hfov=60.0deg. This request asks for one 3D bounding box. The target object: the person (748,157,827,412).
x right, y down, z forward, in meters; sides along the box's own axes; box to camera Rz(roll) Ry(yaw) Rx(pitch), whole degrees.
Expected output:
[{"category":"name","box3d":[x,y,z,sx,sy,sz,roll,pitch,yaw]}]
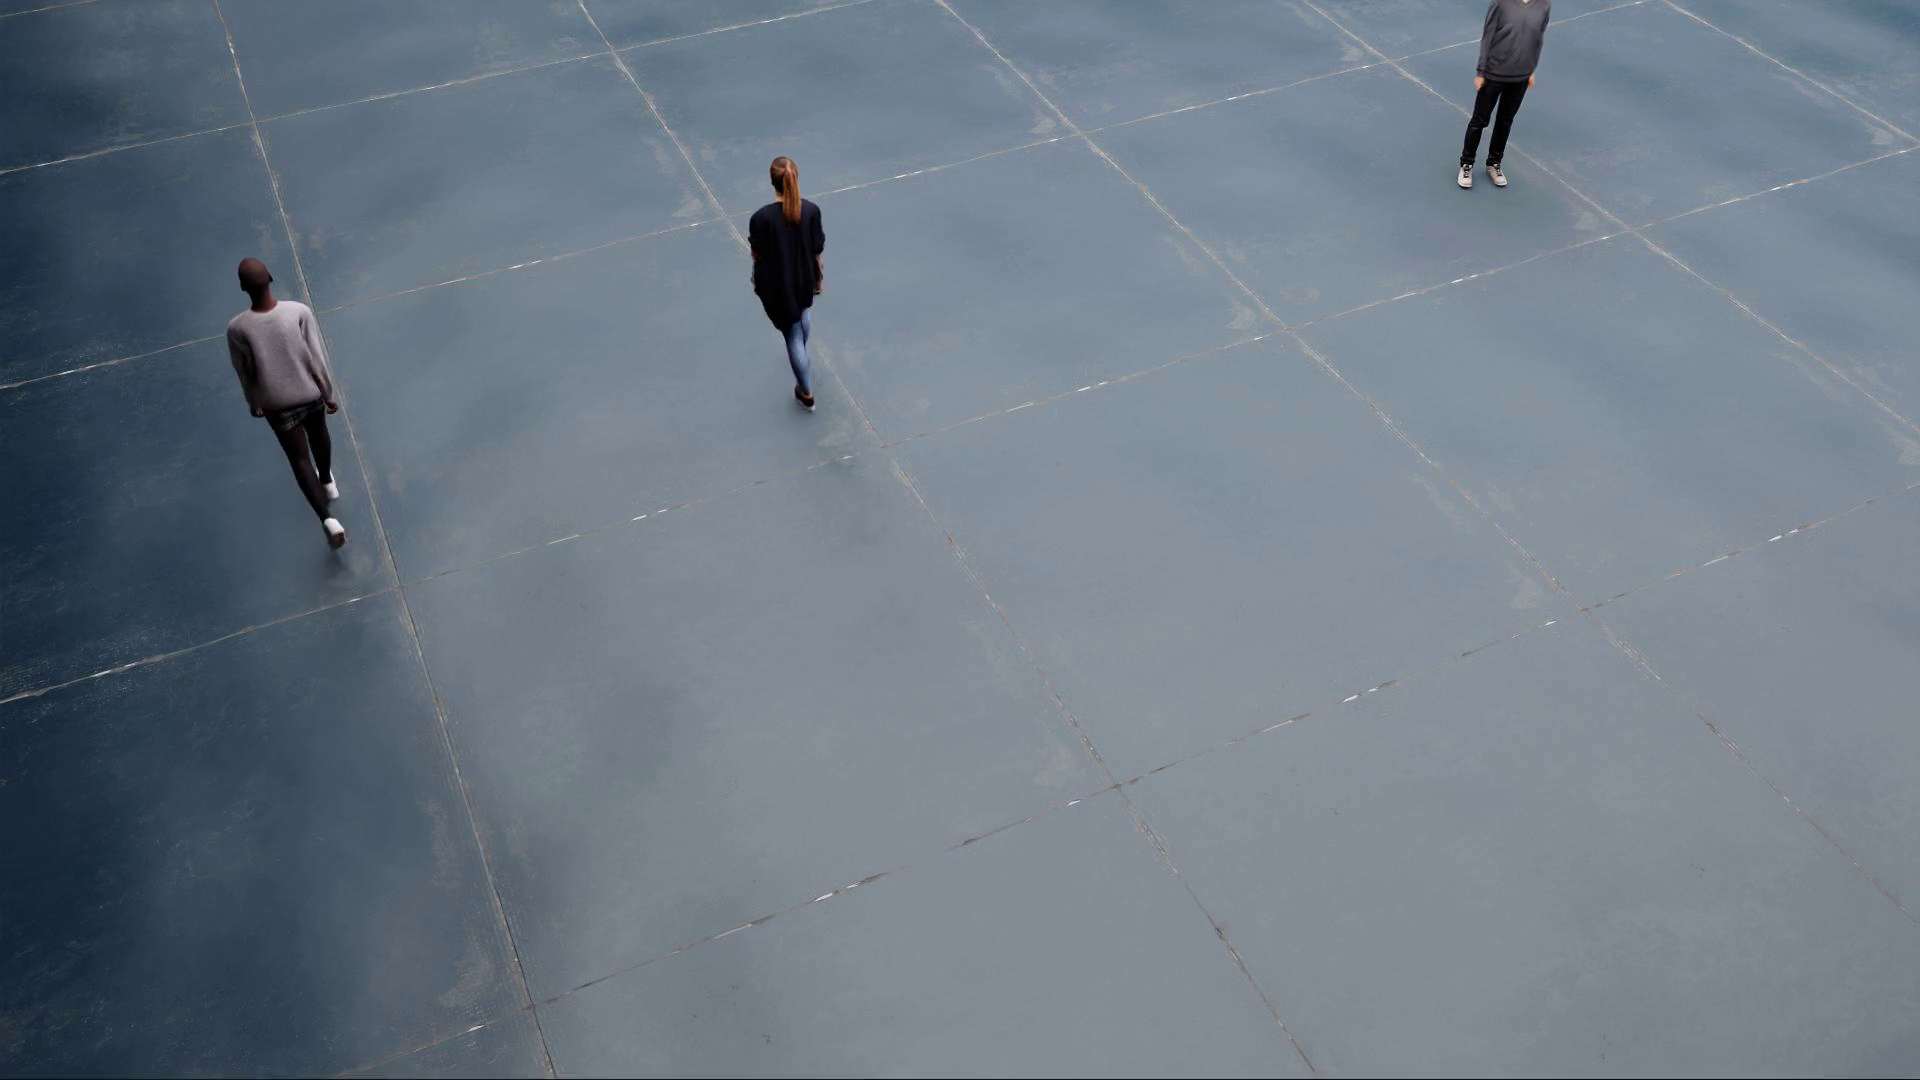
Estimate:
[{"category":"person","box3d":[-1.013,-1.521,10.200,0.606,1.654,0.937,-18,45,-19]}]

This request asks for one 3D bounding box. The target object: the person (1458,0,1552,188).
[{"category":"person","box3d":[4.022,-3.457,12.253,0.691,1.761,0.671,-2,42,-2]}]

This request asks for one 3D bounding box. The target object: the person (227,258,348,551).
[{"category":"person","box3d":[-3.697,-0.736,9.272,0.672,1.740,1.146,-20,46,-21]}]
